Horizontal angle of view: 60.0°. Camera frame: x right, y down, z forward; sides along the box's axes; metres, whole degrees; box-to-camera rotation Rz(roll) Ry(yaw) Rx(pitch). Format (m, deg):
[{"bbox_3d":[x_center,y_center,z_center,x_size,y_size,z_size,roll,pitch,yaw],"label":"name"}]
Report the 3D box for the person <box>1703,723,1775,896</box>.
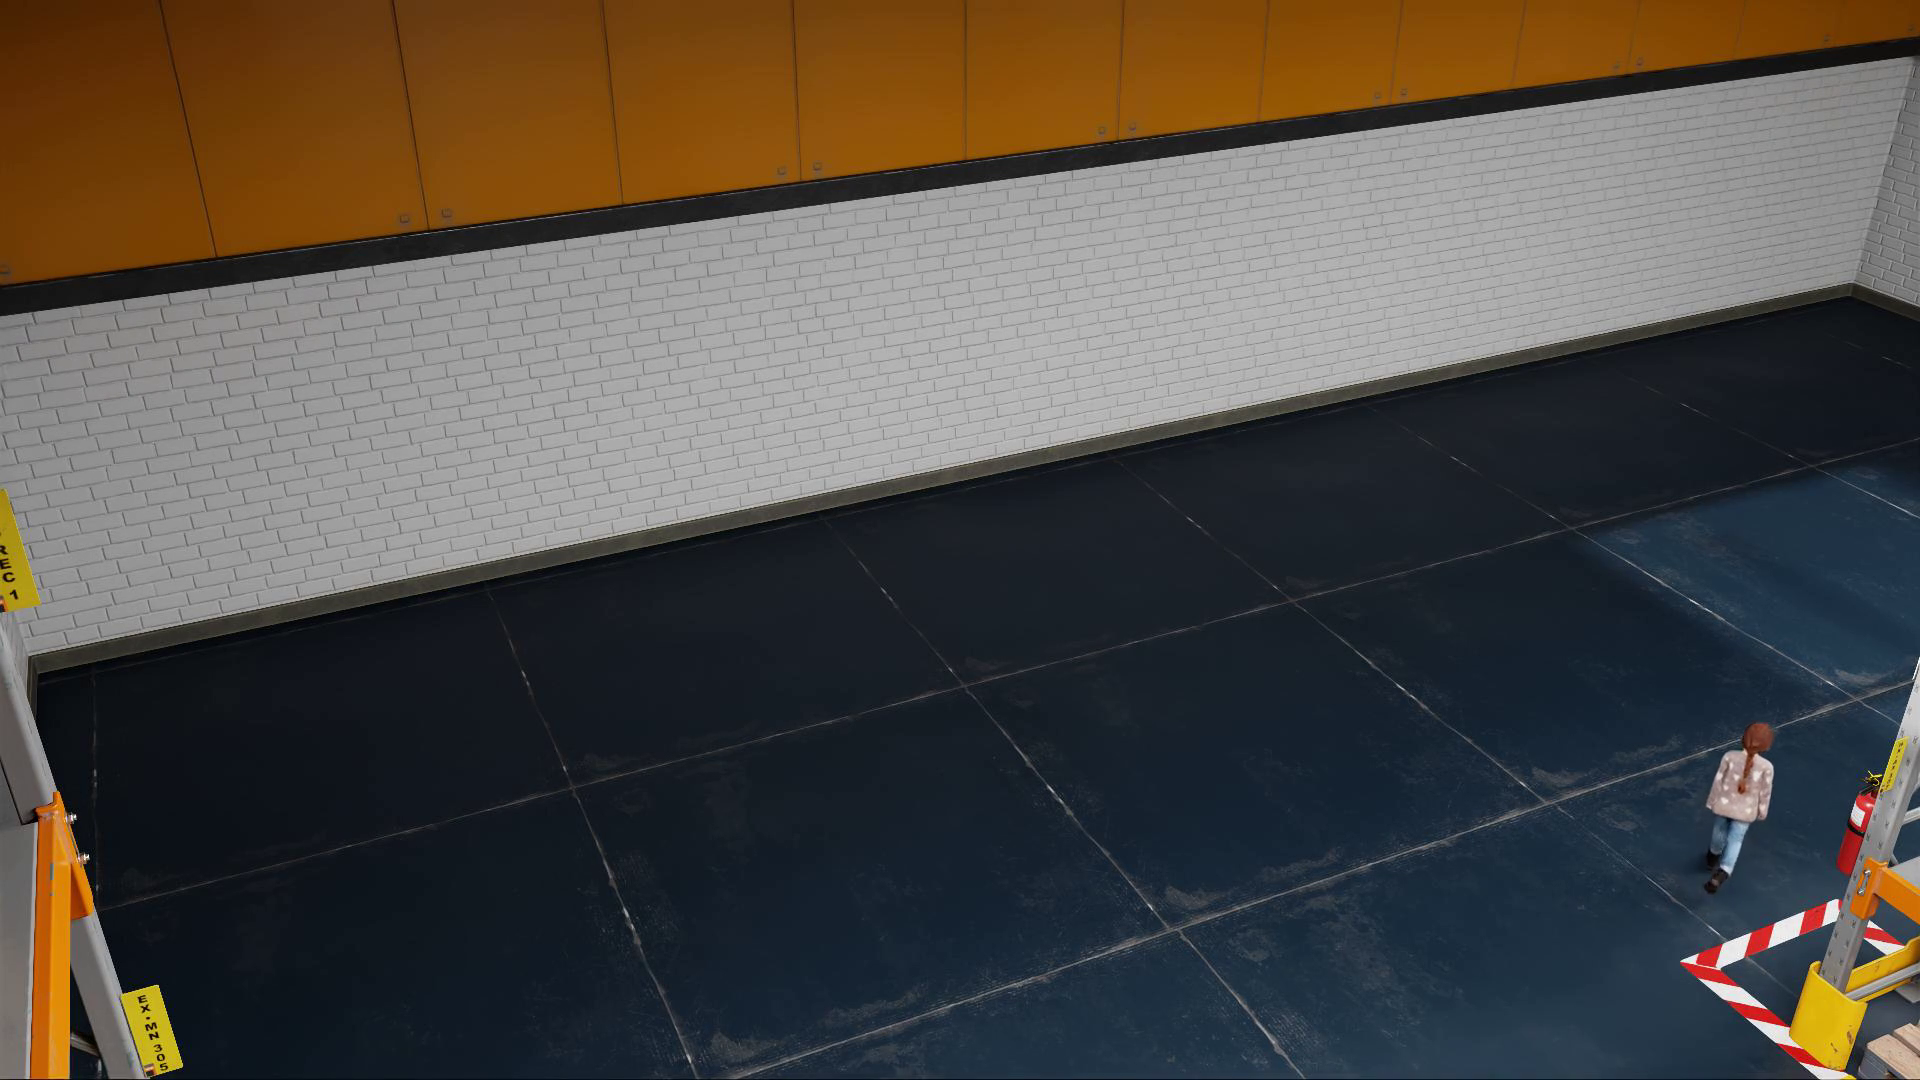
[{"bbox_3d":[4.830,1.680,10.364,0.821,1.175,0.811,16,32,26],"label":"person"}]
